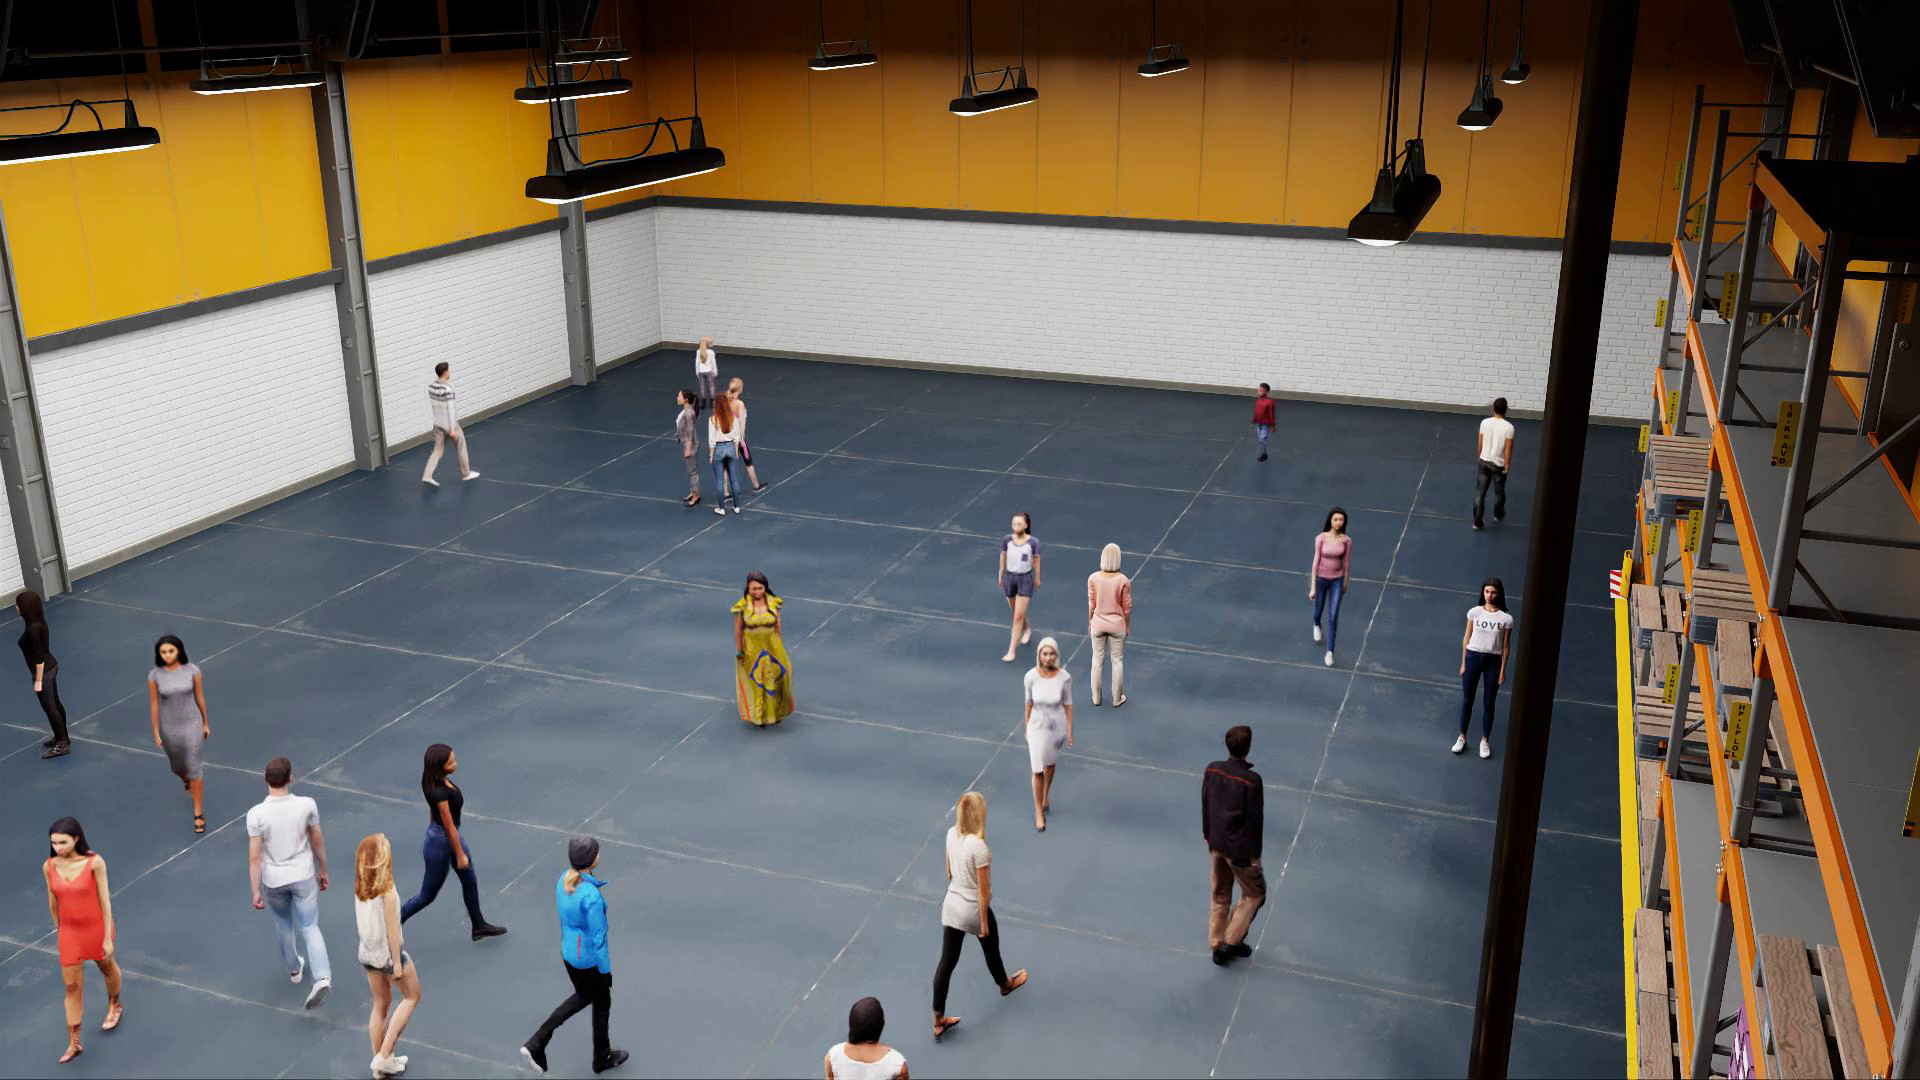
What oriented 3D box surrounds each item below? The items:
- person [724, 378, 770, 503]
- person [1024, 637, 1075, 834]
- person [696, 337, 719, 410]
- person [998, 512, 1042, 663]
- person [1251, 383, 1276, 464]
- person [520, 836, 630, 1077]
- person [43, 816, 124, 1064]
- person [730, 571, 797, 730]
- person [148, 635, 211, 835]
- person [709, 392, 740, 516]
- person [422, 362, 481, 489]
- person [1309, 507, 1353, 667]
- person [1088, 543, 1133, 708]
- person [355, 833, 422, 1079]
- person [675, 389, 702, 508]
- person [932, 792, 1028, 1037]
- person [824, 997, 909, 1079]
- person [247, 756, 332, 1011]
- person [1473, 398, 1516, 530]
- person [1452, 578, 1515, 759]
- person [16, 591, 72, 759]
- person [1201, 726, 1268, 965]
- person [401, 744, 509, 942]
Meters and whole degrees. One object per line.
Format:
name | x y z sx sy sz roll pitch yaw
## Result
person | -3.283 -1.395 23.645 0.849 1.752 1.115 14 23 36
person | 0.761 1.647 14.667 0.831 1.715 1.064 -1 19 -4
person | -4.417 -2.909 28.898 0.577 1.268 0.591 -3 19 -9
person | 0.675 0.480 18.308 0.686 1.604 1.086 9 21 24
person | 4.734 -1.817 25.690 0.683 1.246 0.636 -13 22 -33
person | -2.591 2.828 11.062 1.074 1.778 0.936 -13 23 -34
person | -6.067 2.685 11.623 0.897 1.692 1.077 -3 19 -10
person | -2.011 1.062 16.511 0.918 1.648 0.973 -8 20 -23
person | -6.830 1.651 14.596 1.042 1.754 1.119 -8 20 -21
person | -3.279 -1.211 23.134 0.640 1.728 0.700 -8 20 -24
person | -7.587 -1.668 24.304 0.884 1.847 1.225 12 22 32
person | 4.025 0.453 18.213 0.728 1.716 1.118 2 19 7
person | 1.513 0.861 16.987 0.627 1.724 0.553 4 19 12
person | -3.917 2.839 11.103 0.681 1.732 0.731 13 23 34
person | -3.822 -1.312 23.514 0.788 1.678 0.697 -4 19 -12
person | -0.014 2.643 11.614 0.951 1.777 1.232 17 25 40
person | -0.544 3.419 9.495 0.725 1.658 1.036 5 19 14
person | -4.811 2.502 11.973 1.119 1.814 1.179 -9 21 -25
person | 7.158 -1.007 22.463 0.824 1.769 1.103 11 22 31
person | 4.997 1.206 15.884 0.593 1.775 0.524 8 20 22
person | -8.767 1.263 15.923 0.711 1.642 0.637 -7 20 -20
person | 1.984 2.314 12.378 0.805 1.913 0.775 15 24 38
person | -3.999 2.368 12.551 1.115 1.699 1.137 -6 20 -18
